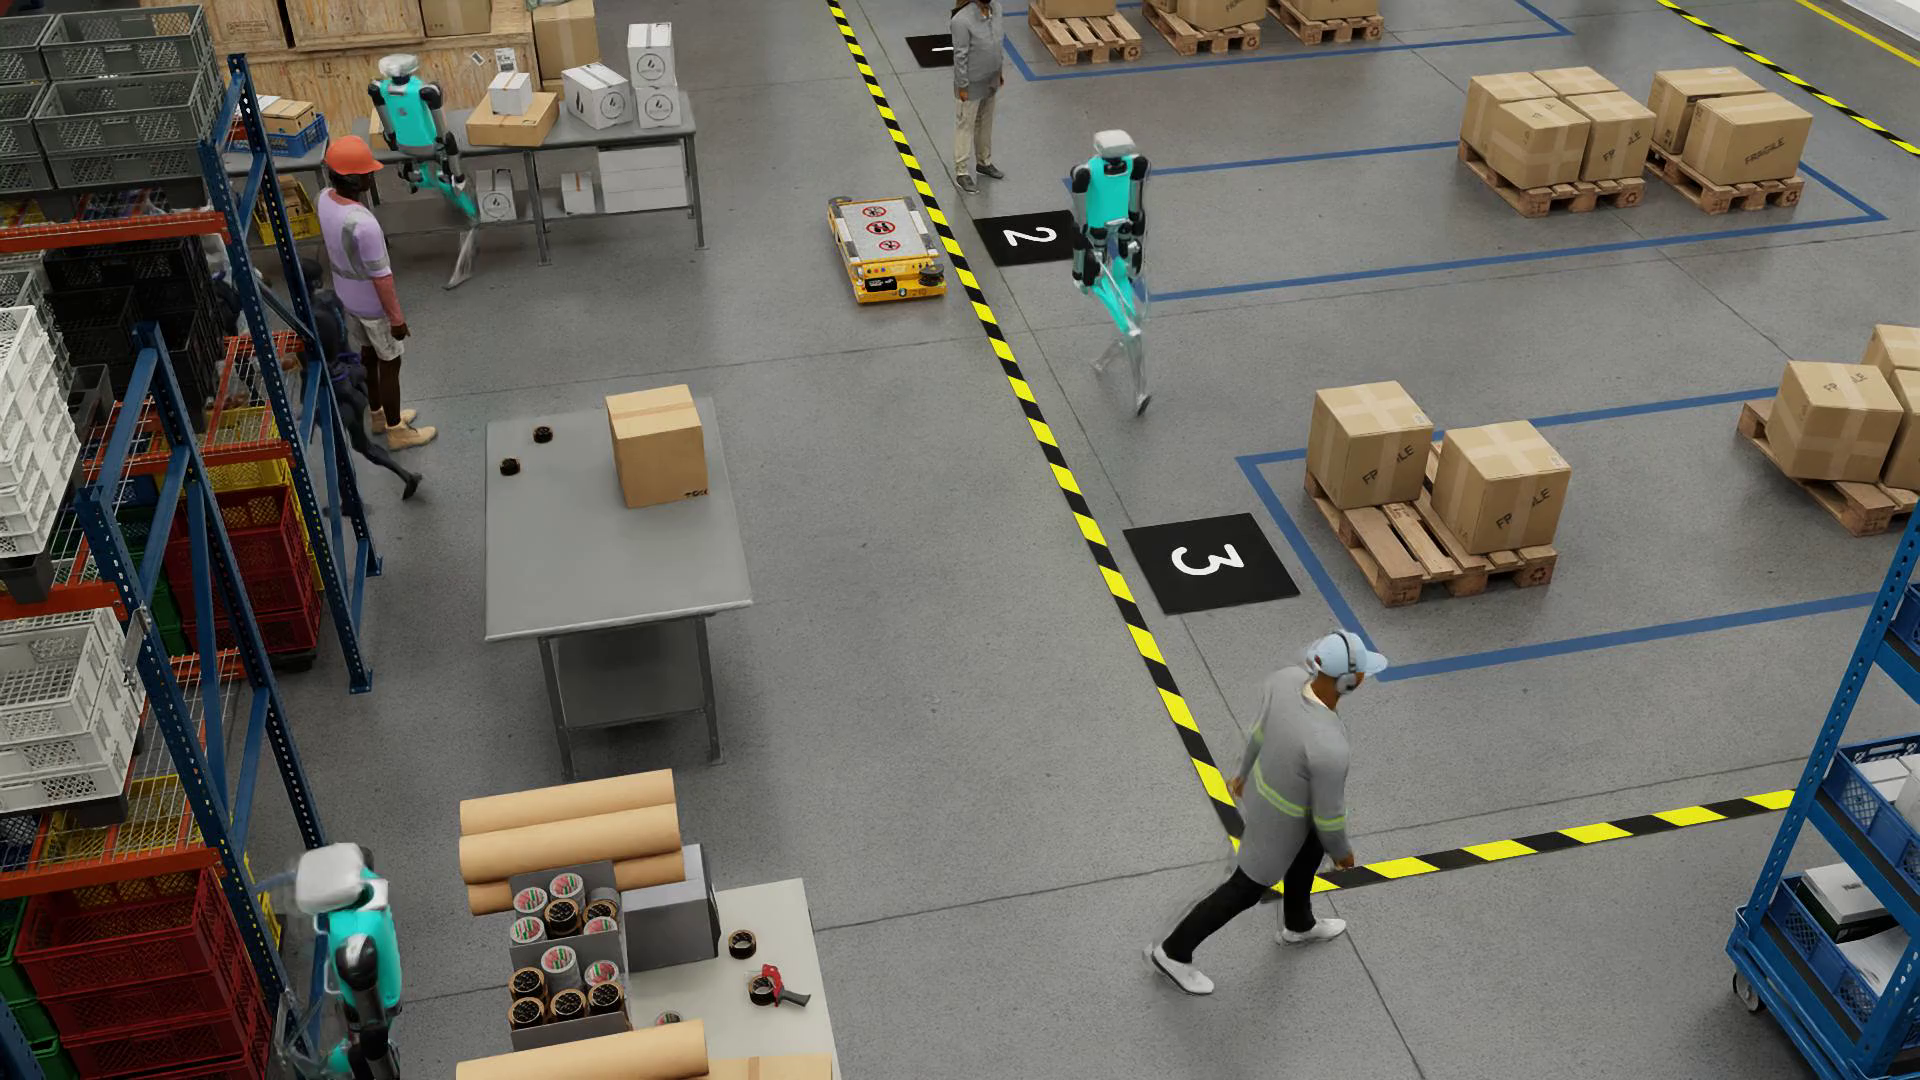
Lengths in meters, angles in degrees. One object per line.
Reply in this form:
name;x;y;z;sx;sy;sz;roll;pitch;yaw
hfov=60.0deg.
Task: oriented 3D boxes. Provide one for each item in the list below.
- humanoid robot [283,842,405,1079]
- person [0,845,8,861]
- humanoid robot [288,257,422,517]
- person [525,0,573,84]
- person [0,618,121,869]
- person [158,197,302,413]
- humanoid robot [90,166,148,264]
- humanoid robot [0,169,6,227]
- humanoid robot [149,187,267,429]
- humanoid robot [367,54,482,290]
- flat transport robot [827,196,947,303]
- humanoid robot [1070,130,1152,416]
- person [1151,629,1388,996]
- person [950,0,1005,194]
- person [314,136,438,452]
humanoid robot;-2.280;1.841;5.936;0.767;1.897;0.547;-11;38;-14
person;-4.555;0.815;7.148;0.404;1.833;0.585;8;37;10
humanoid robot;-3.530;-0.846;9.529;0.610;1.641;0.591;2;37;3
person;-3.463;-4.561;14.287;0.412;1.939;0.602;22;42;27
person;-4.141;0.781;7.186;0.628;1.843;0.429;-16;39;-20
person;-4.685;-1.700;10.511;0.590;1.850;0.772;30;46;34
humanoid robot;-5.609;-2.086;11.185;0.378;1.643;0.592;-3;37;-5
humanoid robot;-6.570;-2.012;11.020;0.730;1.763;0.530;-10;38;-14
humanoid robot;-4.739;-1.478;10.347;0.315;1.657;0.599;25;43;29
humanoid robot;-3.733;-2.773;12.082;0.561;1.765;0.927;8;37;11
flat transport robot;-0.570;-2.220;12.538;0.659;0.231;1.431;-8;37;-10
humanoid robot;1.090;-1.630;10.561;0.530;1.782;1.015;-17;40;-22
person;1.251;1.104;6.801;0.889;1.793;0.608;-1;37;-2
person;0.133;-3.676;13.237;0.400;1.769;0.563;26;44;30
person;-3.539;-1.470;10.062;0.410;2.030;0.608;-30;46;-34
